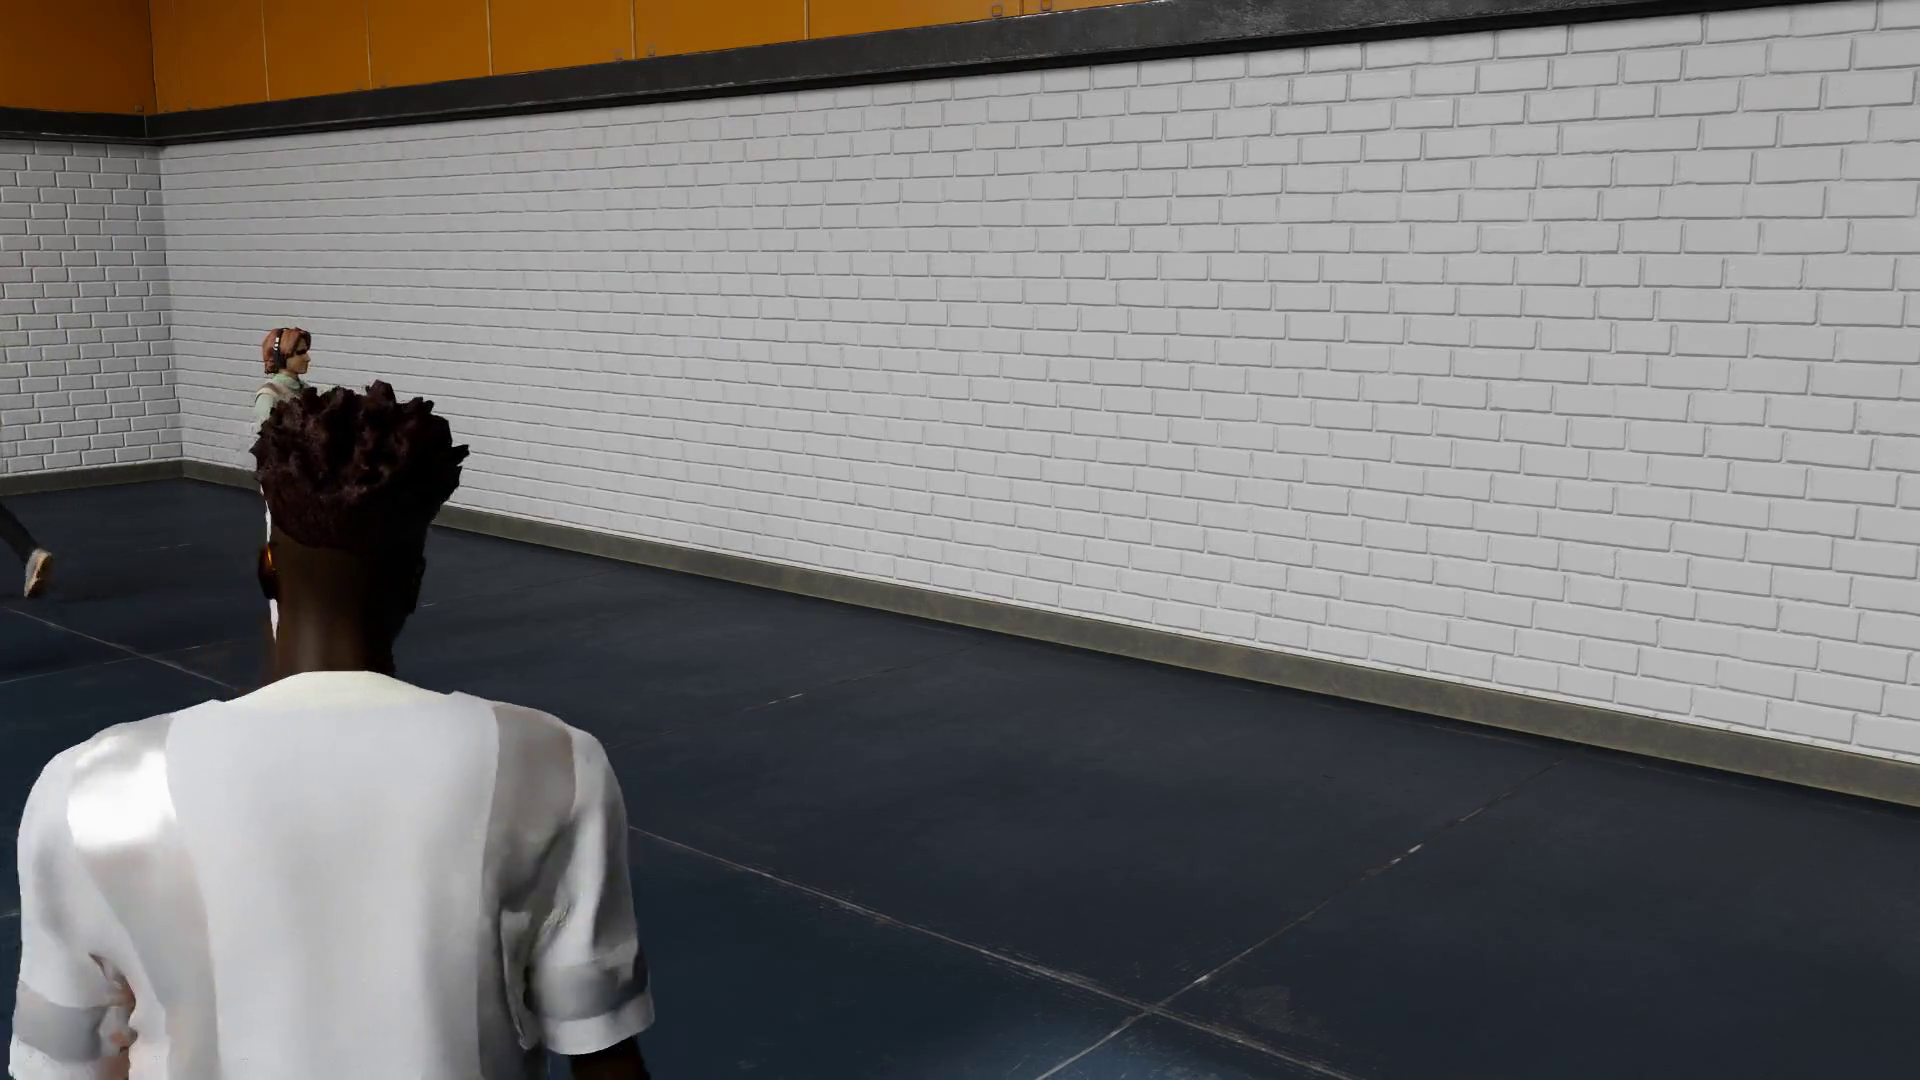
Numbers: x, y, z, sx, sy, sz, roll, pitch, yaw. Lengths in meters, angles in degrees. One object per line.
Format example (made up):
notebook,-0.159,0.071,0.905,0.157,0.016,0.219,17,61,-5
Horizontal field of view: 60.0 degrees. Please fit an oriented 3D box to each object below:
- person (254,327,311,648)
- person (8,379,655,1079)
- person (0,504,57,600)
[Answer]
person,-3.279,-0.224,8.197,0.308,1.641,0.517,0,10,-1
person,-0.602,0.795,1.730,0.645,1.898,0.939,-5,11,-28
person,-5.598,-0.584,9.296,0.834,1.973,0.619,2,10,12
